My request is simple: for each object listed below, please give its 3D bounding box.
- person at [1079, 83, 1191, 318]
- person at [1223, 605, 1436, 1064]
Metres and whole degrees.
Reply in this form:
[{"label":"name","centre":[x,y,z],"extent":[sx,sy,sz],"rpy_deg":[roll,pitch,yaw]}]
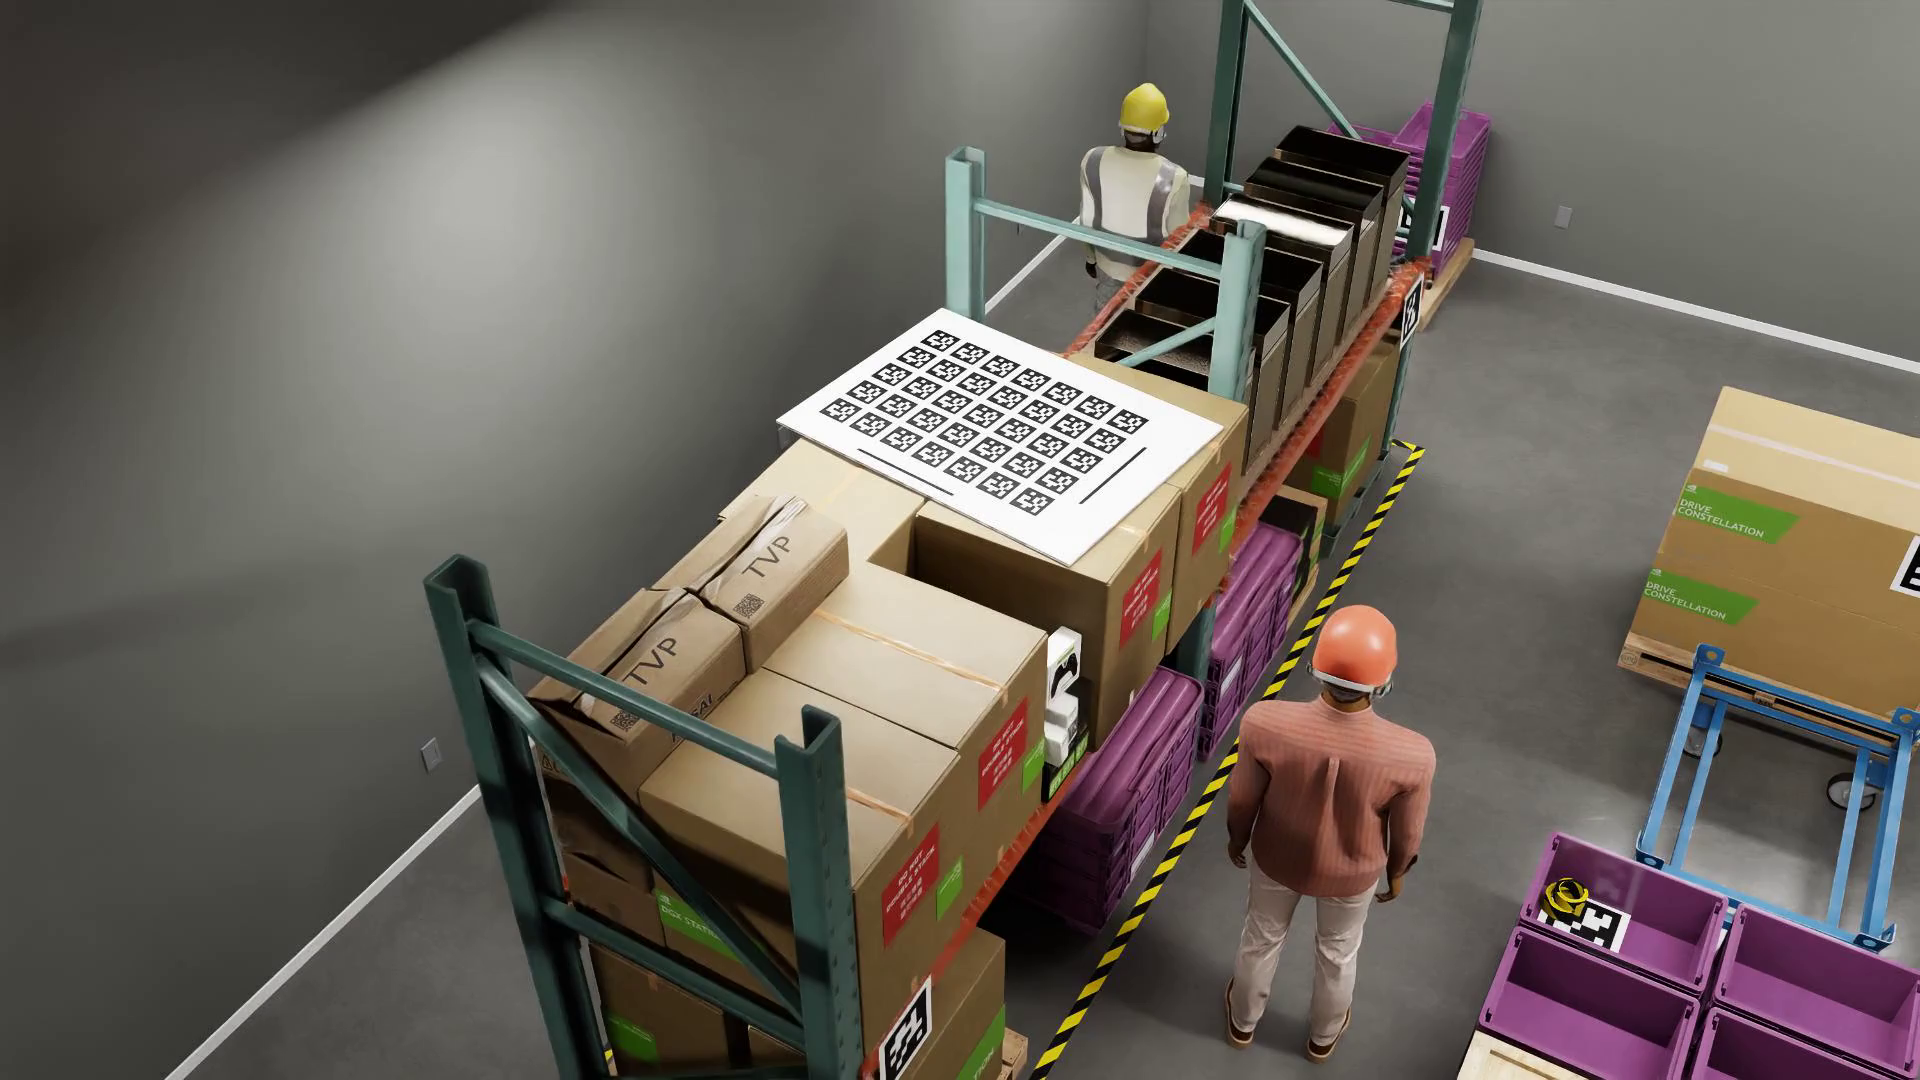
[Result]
[{"label":"person","centre":[0.884,-1.416,8.363],"extent":[0.590,1.836,0.404],"rpy_deg":[19,44,22]},{"label":"person","centre":[1.154,0.995,5.369],"extent":[0.611,1.993,0.378],"rpy_deg":[10,41,12]}]
